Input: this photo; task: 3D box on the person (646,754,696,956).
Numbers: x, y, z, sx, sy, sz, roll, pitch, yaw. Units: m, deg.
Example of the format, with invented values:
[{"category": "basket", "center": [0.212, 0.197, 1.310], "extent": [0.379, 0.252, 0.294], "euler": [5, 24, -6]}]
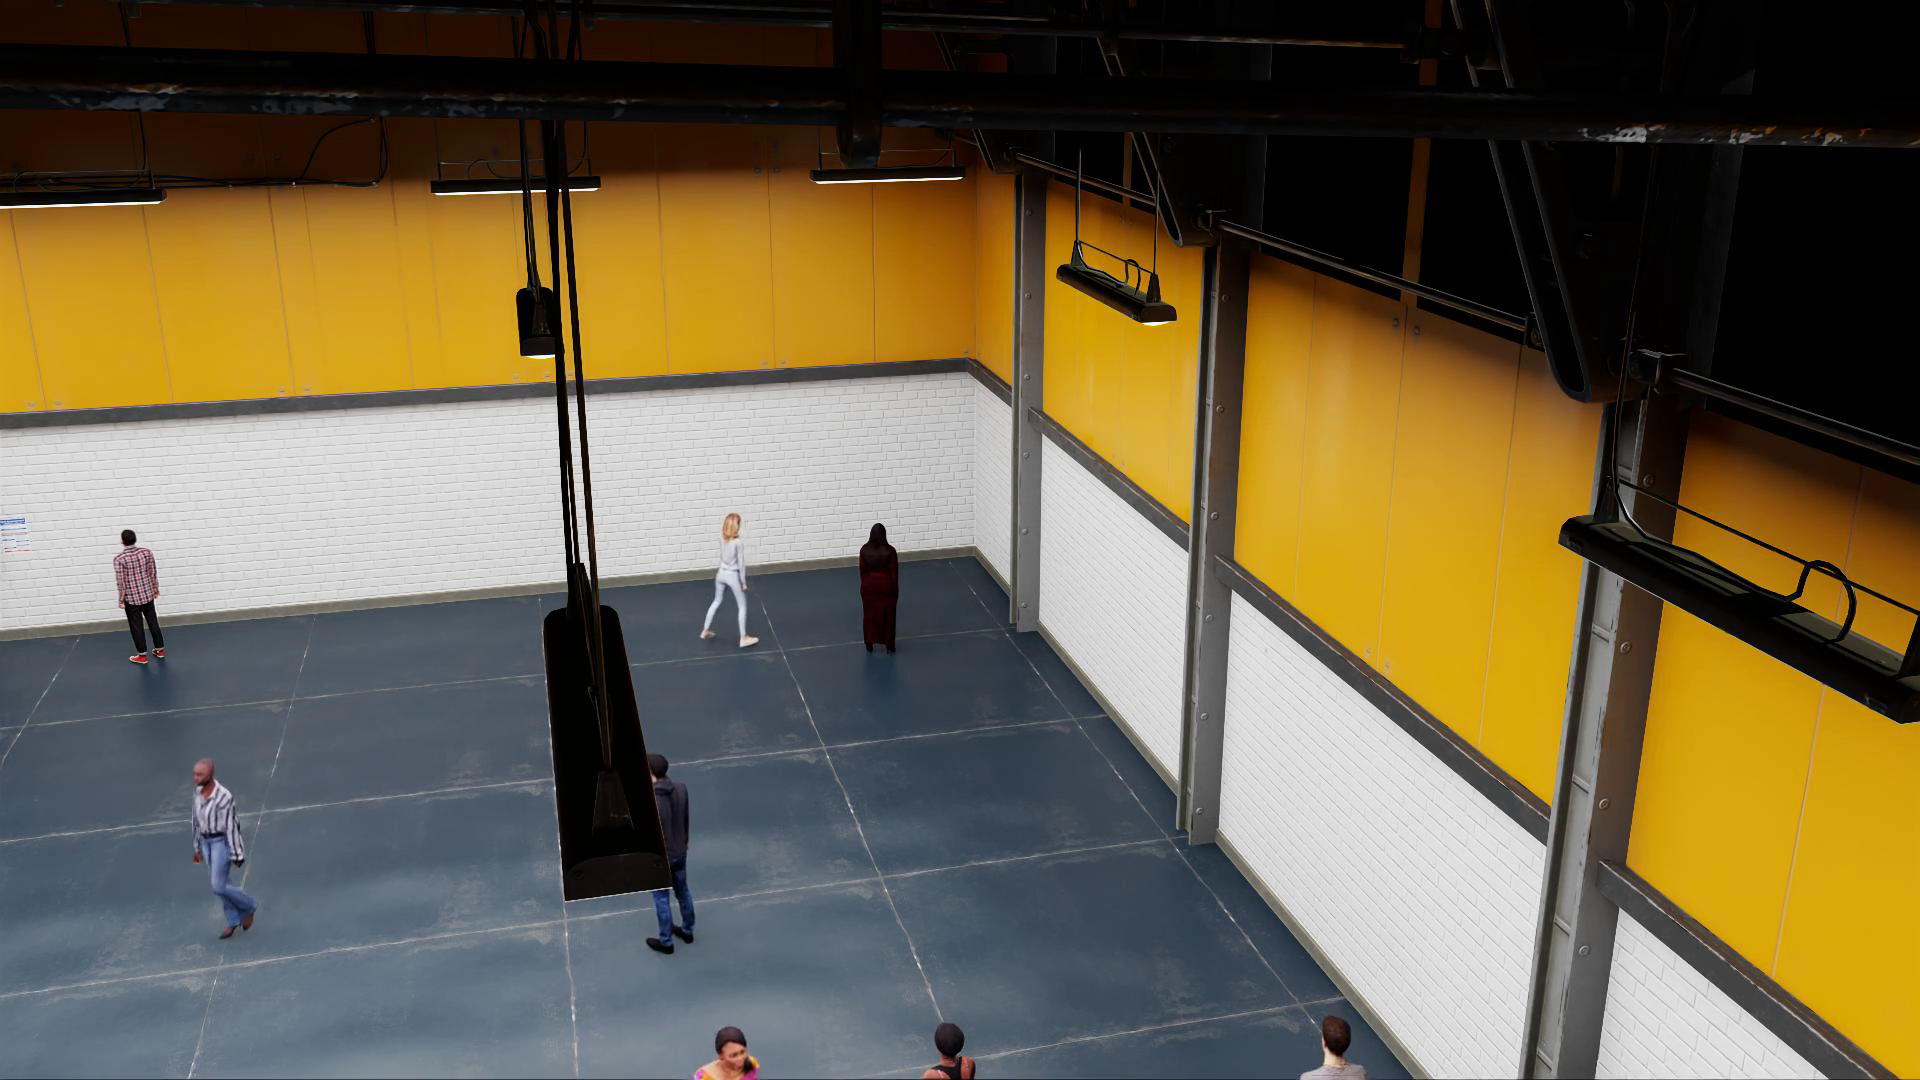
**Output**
[{"category": "person", "center": [-2.592, 2.775, 14.769], "extent": [0.788, 1.886, 0.764], "euler": [14, 23, 35]}]

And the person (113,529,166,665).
[{"category": "person", "center": [-10.448, 0.696, 21.136], "extent": [0.818, 1.761, 0.776], "euler": [12, 22, 32]}]

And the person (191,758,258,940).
[{"category": "person", "center": [-6.608, 2.748, 15.011], "extent": [0.788, 1.782, 0.849], "euler": [10, 21, 28]}]

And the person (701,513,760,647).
[{"category": "person", "center": [-2.954, 0.524, 21.635], "extent": [0.929, 1.769, 1.026], "euler": [15, 24, 37]}]

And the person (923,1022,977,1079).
[{"category": "person", "center": [-0.073, 4.029, 11.337], "extent": [0.634, 1.700, 0.607], "euler": [-11, 21, -29]}]

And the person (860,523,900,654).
[{"category": "person", "center": [-1.036, 0.622, 21.362], "extent": [0.747, 1.758, 0.739], "euler": [3, 19, 9]}]

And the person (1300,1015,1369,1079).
[{"category": "person", "center": [2.450, 4.069, 10.929], "extent": [0.721, 1.884, 0.815], "euler": [-4, 19, -12]}]

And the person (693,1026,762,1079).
[{"category": "person", "center": [-1.600, 4.029, 11.397], "extent": [0.799, 1.661, 0.881], "euler": [-12, 22, -32]}]
